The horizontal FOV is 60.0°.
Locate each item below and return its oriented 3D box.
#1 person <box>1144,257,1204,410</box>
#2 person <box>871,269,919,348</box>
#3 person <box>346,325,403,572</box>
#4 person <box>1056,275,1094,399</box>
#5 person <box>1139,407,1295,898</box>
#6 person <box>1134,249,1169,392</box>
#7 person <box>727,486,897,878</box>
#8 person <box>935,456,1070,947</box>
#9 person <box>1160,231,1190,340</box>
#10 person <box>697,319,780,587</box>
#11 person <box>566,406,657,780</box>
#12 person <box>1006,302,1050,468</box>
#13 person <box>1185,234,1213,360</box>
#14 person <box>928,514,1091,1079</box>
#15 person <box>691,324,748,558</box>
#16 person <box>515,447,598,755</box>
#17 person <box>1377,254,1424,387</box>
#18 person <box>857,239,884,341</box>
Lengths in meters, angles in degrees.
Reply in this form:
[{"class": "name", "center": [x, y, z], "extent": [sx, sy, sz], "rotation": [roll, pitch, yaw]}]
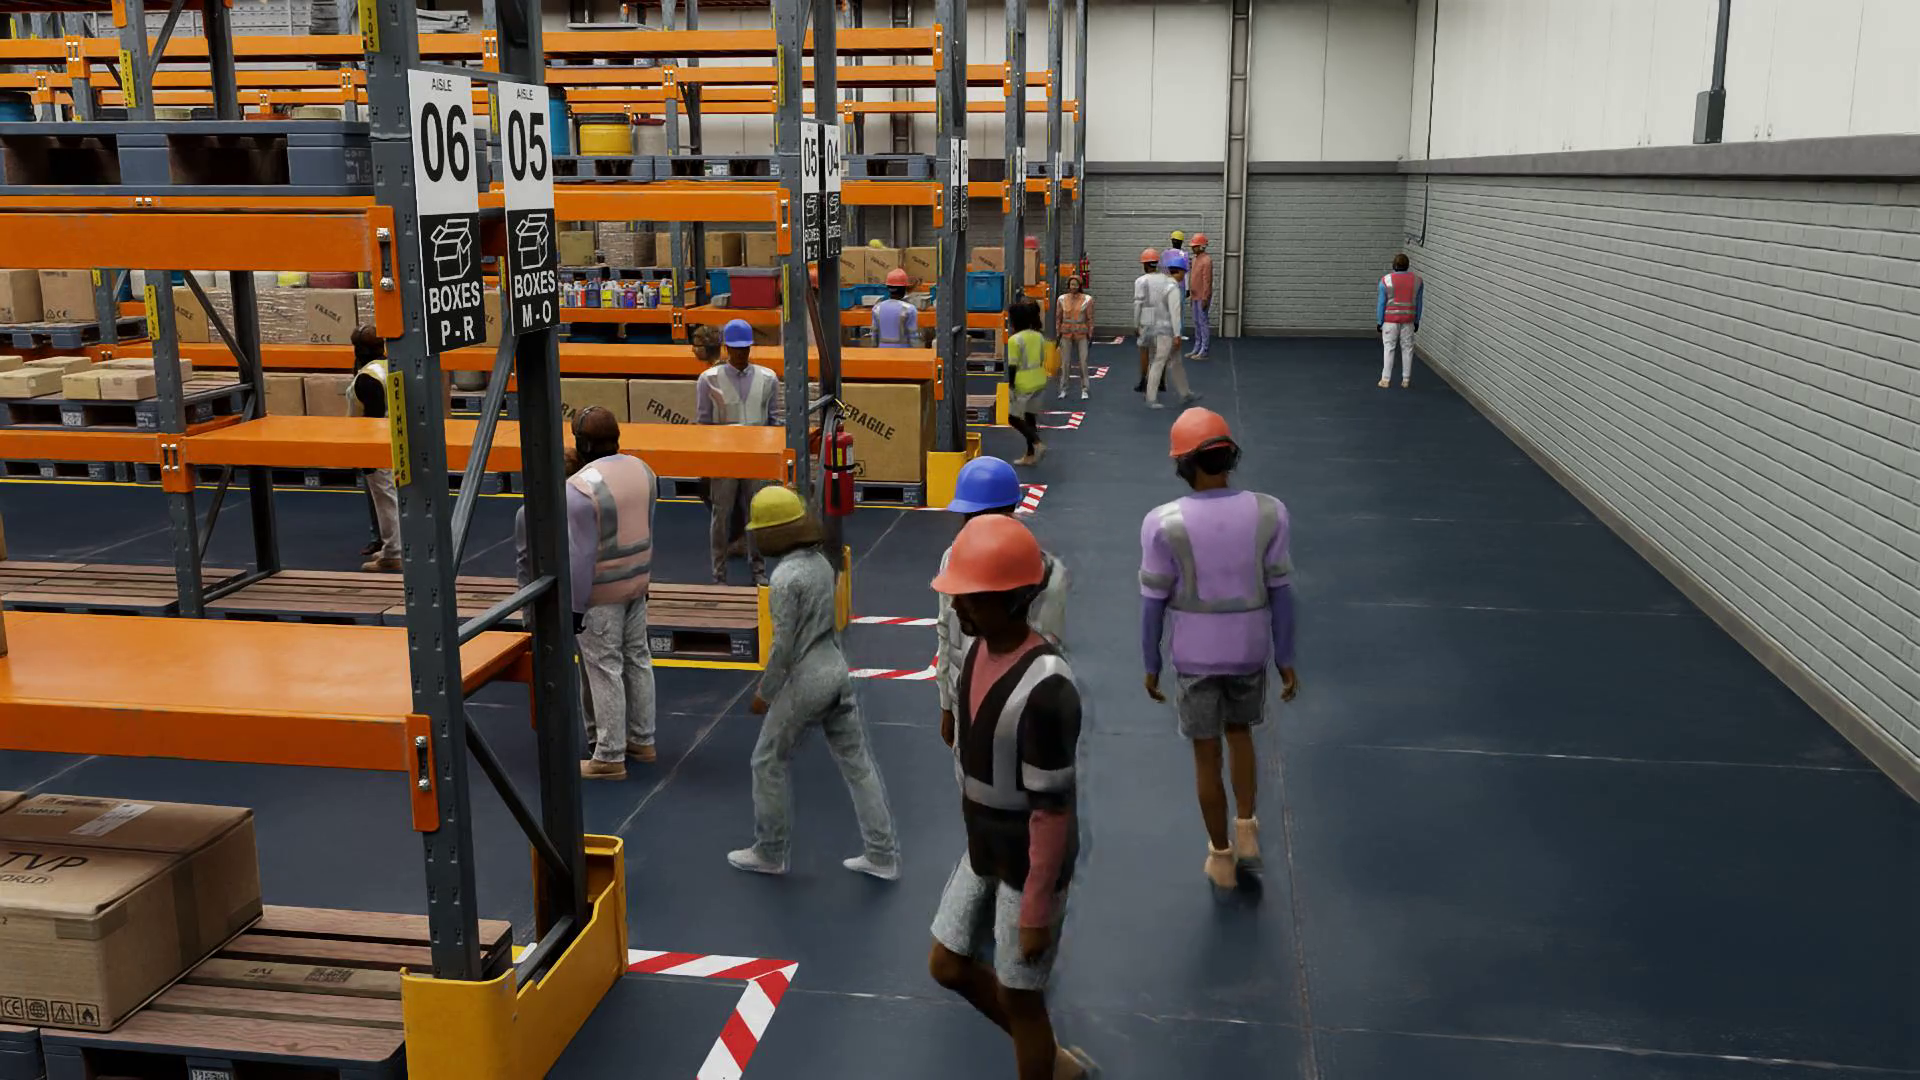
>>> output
[{"class": "person", "center": [2.728, -2.595, 20.928], "extent": [0.856, 1.888, 0.681], "rotation": [0, 12, 0]}, {"class": "person", "center": [-0.674, -1.909, 17.725], "extent": [0.547, 1.938, 0.376], "rotation": [6, 14, 26]}, {"class": "person", "center": [-4.341, -0.683, 12.418], "extent": [0.430, 1.841, 0.624], "rotation": [-1, 13, -3]}, {"class": "person", "center": [1.507, -2.655, 21.799], "extent": [0.513, 1.630, 0.318], "rotation": [4, 13, 16]}, {"class": "person", "center": [1.042, 0.464, 6.831], "extent": [0.642, 2.012, 0.503], "rotation": [-2, 13, -7]}, {"class": "person", "center": [2.573, -2.960, 22.501], "extent": [0.548, 1.929, 0.387], "rotation": [-5, 14, -23]}, {"class": "person", "center": [-0.660, 0.618, 6.909], "extent": [0.826, 1.677, 0.496], "rotation": [5, 13, 20]}, {"class": "person", "center": [0.136, 0.641, 6.223], "extent": [0.607, 1.941, 0.417], "rotation": [11, 17, 41]}, {"class": "person", "center": [3.817, -4.494, 29.427], "extent": [0.586, 1.925, 0.369], "rotation": [9, 16, 36]}, {"class": "person", "center": [-1.543, -0.584, 11.719], "extent": [0.607, 1.947, 0.406], "rotation": [-5, 13, -21]}, {"class": "person", "center": [-1.738, 0.258, 8.168], "extent": [0.429, 1.840, 0.629], "rotation": [6, 14, 24]}, {"class": "person", "center": [0.701, -1.522, 16.546], "extent": [0.455, 1.678, 0.551], "rotation": [12, 17, 42]}, {"class": "person", "center": [3.804, -3.865, 26.447], "extent": [0.407, 1.987, 0.615], "rotation": [-3, 13, -12]}, {"class": "person", "center": [0.122, 0.910, 4.788], "extent": [0.456, 2.028, 0.654], "rotation": [-5, 13, -20]}, {"class": "person", "center": [-1.800, -0.726, 12.653], "extent": [0.451, 1.821, 0.592], "rotation": [-2, 13, -7]}, {"class": "person", "center": [-1.941, 0.338, 8.275], "extent": [0.498, 1.633, 0.289], "rotation": [-5, 14, -23]}, {"class": "person", "center": [6.056, -3.024, 22.978], "extent": [0.626, 1.844, 0.429], "rotation": [-1, 13, -3]}, {"class": "person", "center": [-1.478, -4.220, 28.447], "extent": [0.592, 1.822, 0.618], "rotation": [2, 13, 11]}]
